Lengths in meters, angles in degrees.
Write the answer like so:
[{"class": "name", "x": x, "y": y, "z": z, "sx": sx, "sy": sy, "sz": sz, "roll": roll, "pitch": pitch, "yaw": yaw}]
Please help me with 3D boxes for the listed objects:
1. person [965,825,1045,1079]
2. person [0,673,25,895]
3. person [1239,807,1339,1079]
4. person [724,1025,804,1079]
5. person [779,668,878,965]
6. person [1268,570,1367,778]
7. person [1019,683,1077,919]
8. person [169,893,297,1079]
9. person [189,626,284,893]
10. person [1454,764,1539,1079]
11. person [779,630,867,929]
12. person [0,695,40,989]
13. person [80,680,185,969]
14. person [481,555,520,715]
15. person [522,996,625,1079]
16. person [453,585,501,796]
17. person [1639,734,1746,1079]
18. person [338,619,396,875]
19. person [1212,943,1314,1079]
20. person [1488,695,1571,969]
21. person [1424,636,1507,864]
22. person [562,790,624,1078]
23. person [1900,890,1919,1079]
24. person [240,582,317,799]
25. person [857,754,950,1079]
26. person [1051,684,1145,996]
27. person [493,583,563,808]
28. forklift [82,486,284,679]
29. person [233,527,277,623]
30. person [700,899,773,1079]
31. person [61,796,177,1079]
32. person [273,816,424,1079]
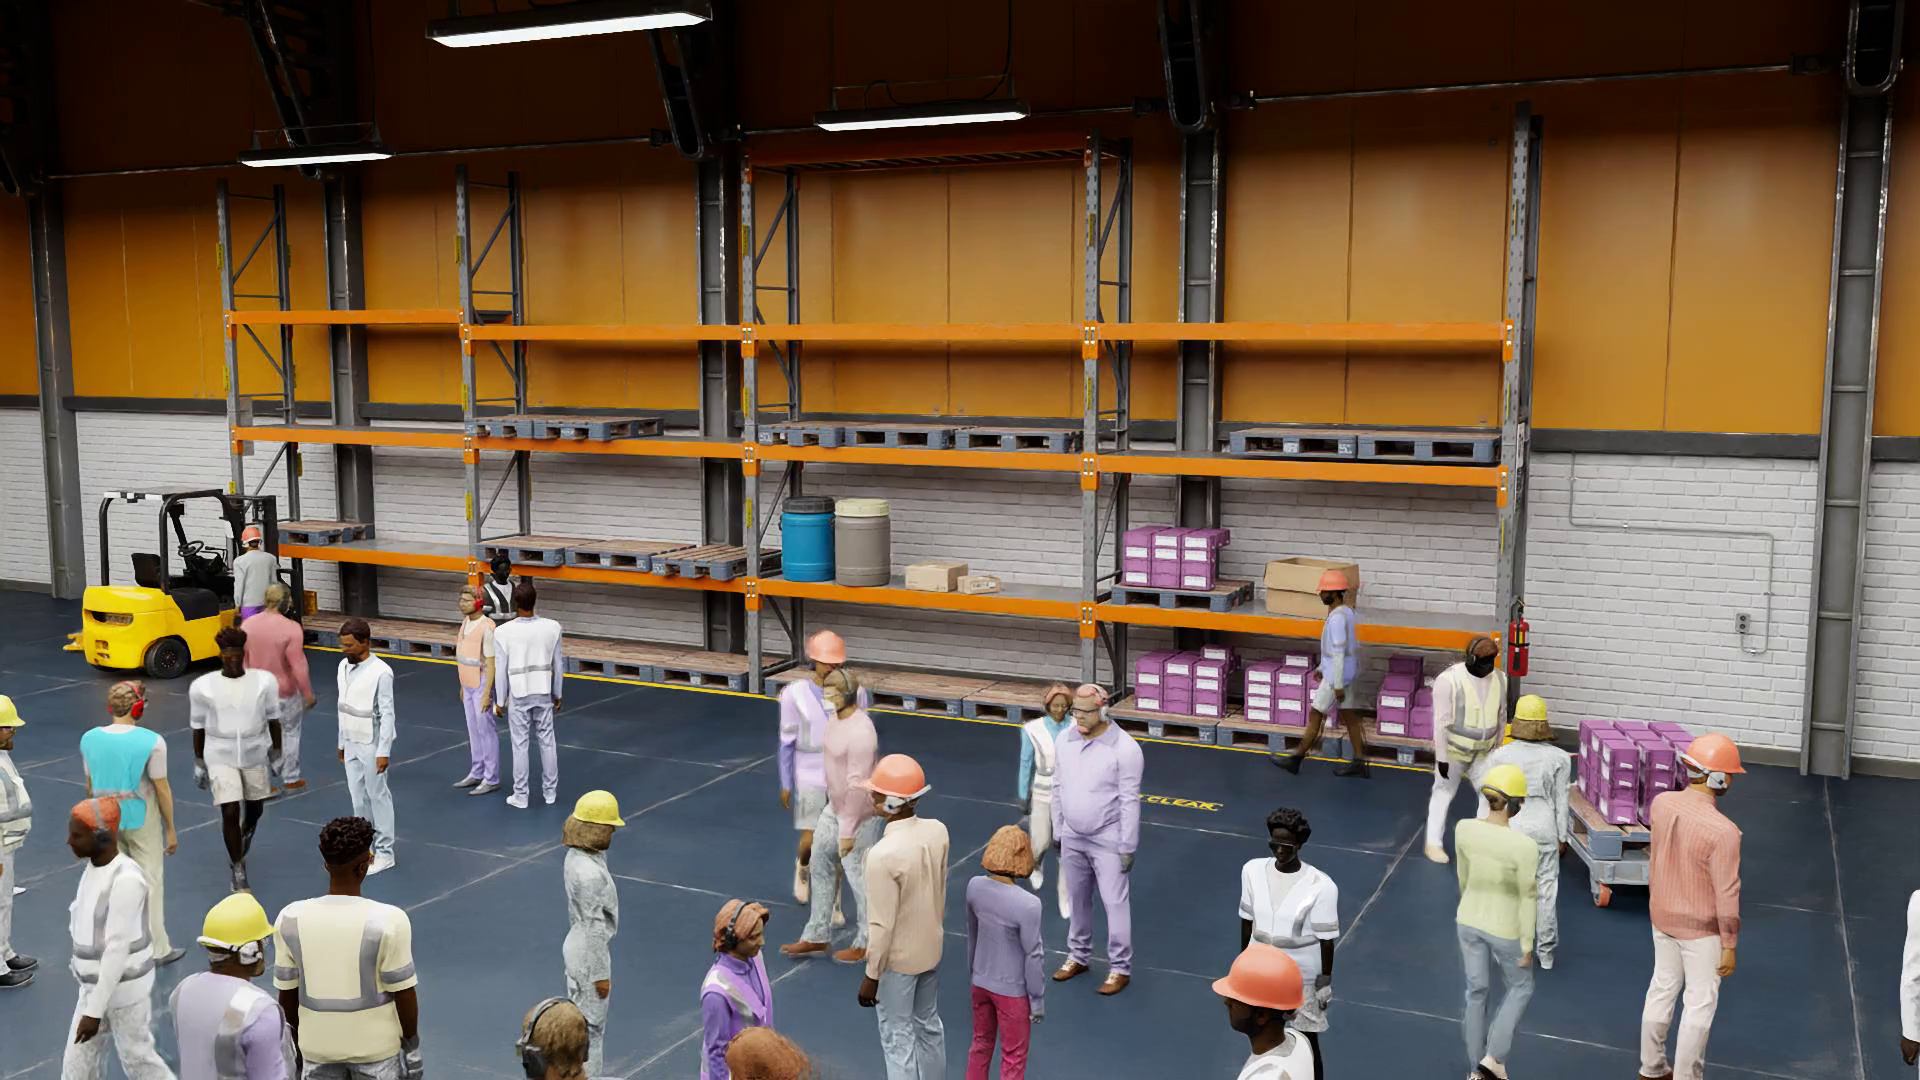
[{"class": "person", "x": 0.218, "y": 2.196, "z": 8.127, "sx": 0.289, "sy": 1.626, "sz": 0.498, "roll": -6, "pitch": 9, "yaw": -43}, {"class": "person", "x": -6.960, "y": 1.733, "z": 11.890, "sx": 0.512, "sy": 1.639, "sz": 0.311, "roll": 6, "pitch": 9, "yaw": 42}, {"class": "person", "x": 1.620, "y": 2.148, "z": 8.269, "sx": 0.539, "sy": 1.693, "sz": 0.322, "roll": 5, "pitch": 9, "yaw": 38}, {"class": "person", "x": -0.712, "y": 2.473, "z": 5.895, "sx": 0.769, "sy": 1.597, "sz": 0.561, "roll": 5, "pitch": 8, "yaw": 36}, {"class": "person", "x": -0.827, "y": 1.761, "z": 10.472, "sx": 0.721, "sy": 1.921, "sz": 0.661, "roll": -3, "pitch": 7, "yaw": -23}, {"class": "person", "x": 3.299, "y": 1.213, "z": 15.108, "sx": 0.898, "sy": 1.896, "sz": 0.556, "roll": 3, "pitch": 8, "yaw": 27}, {"class": "person", "x": 0.666, "y": 1.779, "z": 11.616, "sx": 0.525, "sy": 1.617, "sz": 0.562, "roll": -1, "pitch": 7, "yaw": -5}, {"class": "person", "x": -2.813, "y": 2.290, "z": 6.522, "sx": 0.599, "sy": 1.830, "sz": 0.403, "roll": 5, "pitch": 8, "yaw": 34}, {"class": "person", "x": -5.311, "y": 1.551, "z": 12.209, "sx": 0.616, "sy": 1.940, "sz": 0.811, "roll": -4, "pitch": 8, "yaw": -30}, {"class": "person", "x": 2.846, "y": 2.051, "z": 8.830, "sx": 0.364, "sy": 1.749, "sz": 0.524, "roll": -6, "pitch": 9, "yaw": -41}, {"class": "person", "x": -0.927, "y": 1.604, "z": 11.335, "sx": 0.624, "sy": 2.032, "sz": 0.556, "roll": -3, "pitch": 7, "yaw": -20}, {"class": "person", "x": -5.913, "y": 1.850, "z": 10.209, "sx": 0.403, "sy": 1.817, "sz": 0.601, "roll": -3, "pitch": 8, "yaw": -27}, {"class": "person", "x": -5.233, "y": 1.800, "z": 10.485, "sx": 0.567, "sy": 1.846, "sz": 0.403, "roll": 1, "pitch": 7, "yaw": 7}, {"class": "person", "x": -4.880, "y": 0.996, "z": 17.729, "sx": 0.321, "sy": 1.697, "sz": 0.534, "roll": 6, "pitch": 9, "yaw": 39}, {"class": "person", "x": -1.241, "y": 2.394, "z": 5.270, "sx": 0.380, "sy": 1.928, "sz": 0.636, "roll": 4, "pitch": 8, "yaw": 32}, {"class": "person", "x": -4.219, "y": 1.301, "z": 14.600, "sx": 0.390, "sy": 1.846, "sz": 0.565, "roll": -6, "pitch": 9, "yaw": -39}, {"class": "person", "x": 3.789, "y": 1.968, "z": 8.563, "sx": 0.410, "sy": 1.980, "sz": 0.624, "roll": -2, "pitch": 7, "yaw": -15}, {"class": "person", "x": -4.449, "y": 1.528, "z": 12.456, "sx": 0.589, "sy": 1.914, "sz": 0.392, "roll": 5, "pitch": 8, "yaw": 35}, {"class": "person", "x": 1.032, "y": 2.329, "z": 5.722, "sx": 0.354, "sy": 1.942, "sz": 0.545, "roll": 3, "pitch": 7, "yaw": 20}, {"class": "person", "x": 3.611, "y": 1.844, "z": 10.577, "sx": 0.485, "sy": 1.738, "sz": 0.320, "roll": 2, "pitch": 7, "yaw": 16}, {"class": "person", "x": 3.802, "y": 1.586, "z": 12.484, "sx": 0.652, "sy": 1.792, "sz": 0.753, "roll": -2, "pitch": 7, "yaw": -15}, {"class": "person", "x": -1.830, "y": 2.113, "z": 8.357, "sx": 0.314, "sy": 1.735, "sz": 0.483, "roll": -3, "pitch": 7, "yaw": -22}, {"class": "person", "x": 4.455, "y": 2.160, "z": 7.353, "sx": 0.585, "sy": 1.882, "sz": 0.337, "roll": 0, "pitch": 7, "yaw": 1}, {"class": "person", "x": -5.876, "y": 1.301, "z": 14.393, "sx": 0.696, "sy": 1.896, "sz": 0.669, "roll": 2, "pitch": 7, "yaw": 17}, {"class": "person", "x": -0.278, "y": 2.015, "z": 8.084, "sx": 0.370, "sy": 1.997, "sz": 0.609, "roll": 4, "pitch": 8, "yaw": 32}, {"class": "person", "x": 0.812, "y": 1.814, "z": 10.180, "sx": 0.640, "sy": 1.899, "sz": 0.395, "roll": 5, "pitch": 9, "yaw": 38}, {"class": "person", "x": -3.665, "y": 1.318, "z": 14.159, "sx": 0.593, "sy": 1.922, "sz": 0.391, "roll": -4, "pitch": 8, "yaw": -32}, {"class": "forklift", "x": -9.426, "y": 0.454, "z": 20.179, "sx": 1.214, "sy": 2.155, "sz": 2.313, "roll": 3, "pitch": 8, "yaw": 26}, {"class": "person", "x": -8.411, "y": 0.715, "z": 19.821, "sx": 0.336, "sy": 1.749, "sz": 0.575, "roll": 4, "pitch": 8, "yaw": 32}, {"class": "person", "x": -0.951, "y": 2.319, "z": 7.086, "sx": 0.313, "sy": 1.631, "sz": 0.525, "roll": 2, "pitch": 7, "yaw": 12}, {"class": "person", "x": -4.014, "y": 2.116, "z": 7.829, "sx": 0.577, "sy": 1.852, "sz": 0.862, "roll": 7, "pitch": 10, "yaw": 44}, {"class": "person", "x": -2.602, "y": 2.148, "z": 7.132, "sx": 0.613, "sy": 1.959, "sz": 0.361, "roll": 0, "pitch": 7, "yaw": 4}]
